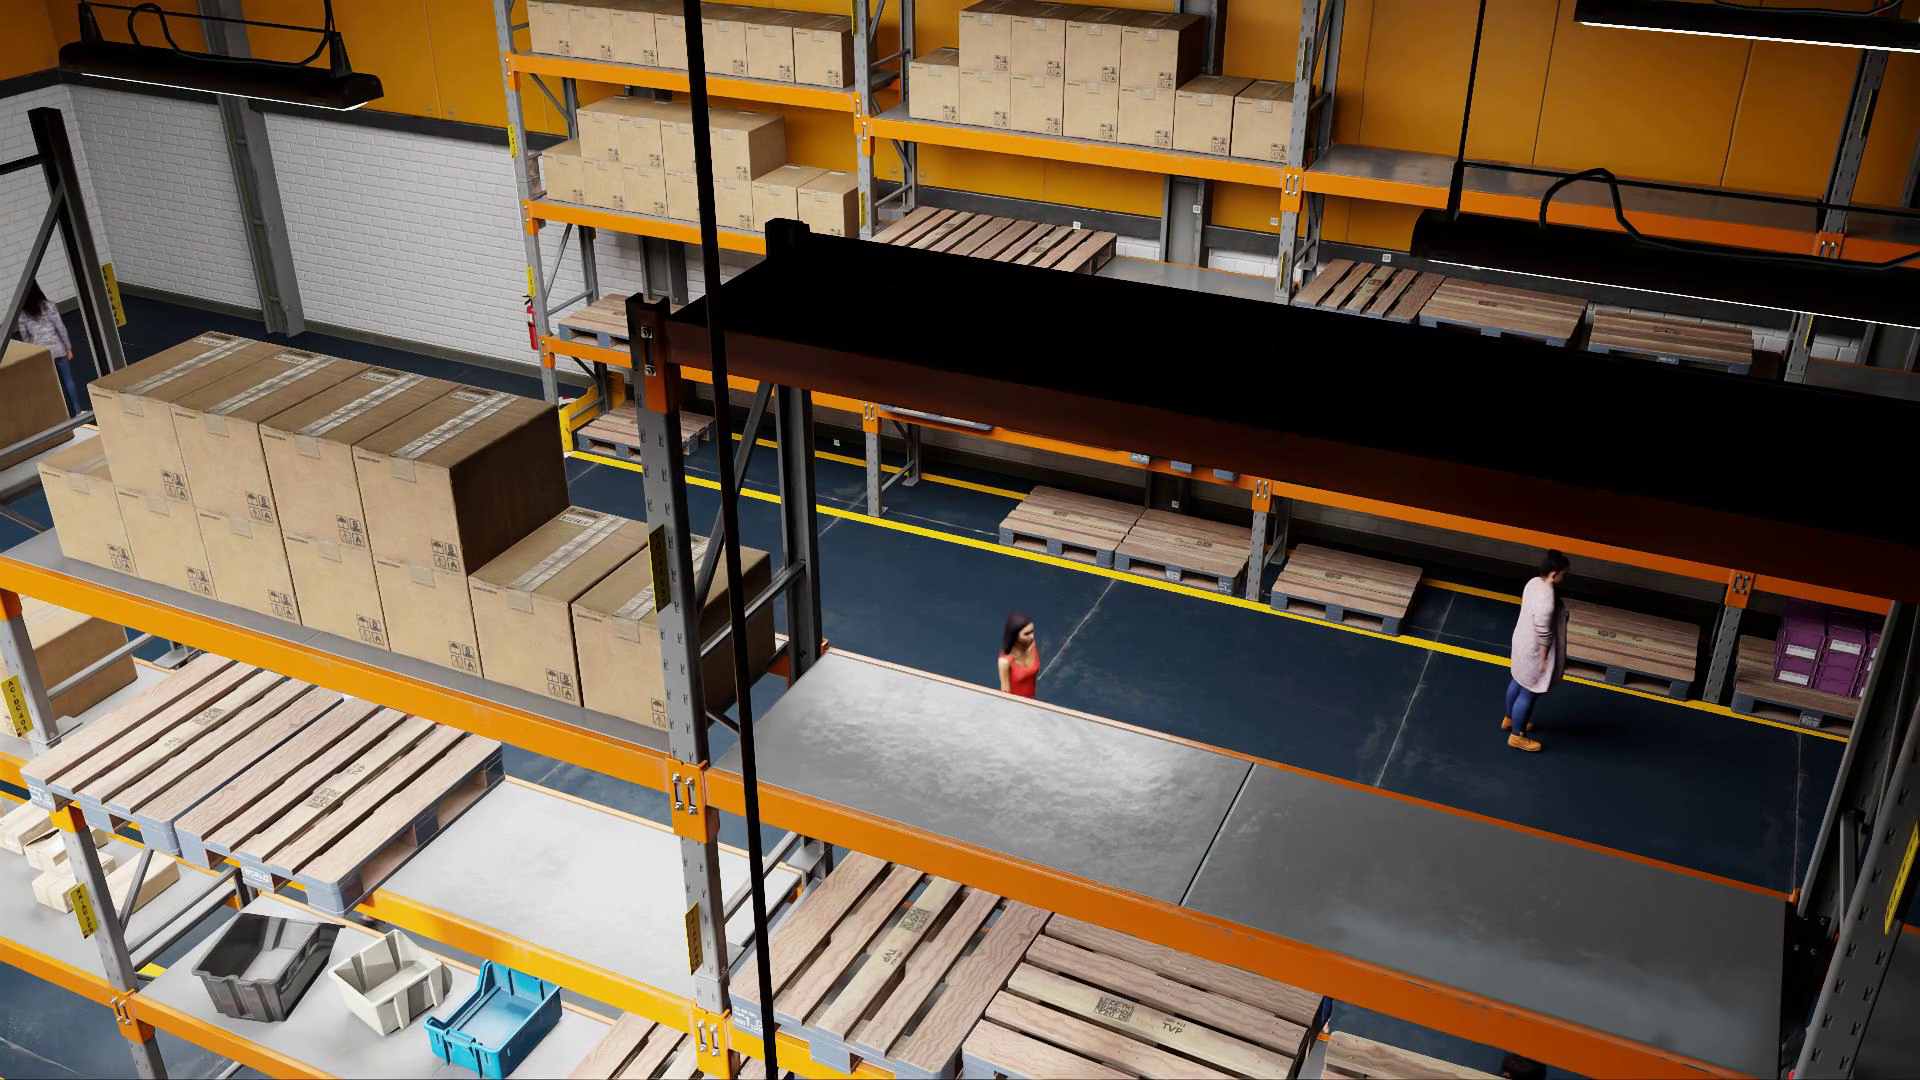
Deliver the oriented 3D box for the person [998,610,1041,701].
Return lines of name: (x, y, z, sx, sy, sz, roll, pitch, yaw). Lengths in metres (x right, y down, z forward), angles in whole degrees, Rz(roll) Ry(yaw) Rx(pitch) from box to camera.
person: (0.350, 1.282, 12.526, 1.178, 1.664, 0.797, 21, 35, 33)

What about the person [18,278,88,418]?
person: (-10.280, -2.140, 18.728, 0.679, 1.732, 0.750, -9, 30, -15)

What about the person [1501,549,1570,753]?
person: (4.576, 0.848, 13.235, 0.737, 1.747, 0.764, 3, 29, 6)
